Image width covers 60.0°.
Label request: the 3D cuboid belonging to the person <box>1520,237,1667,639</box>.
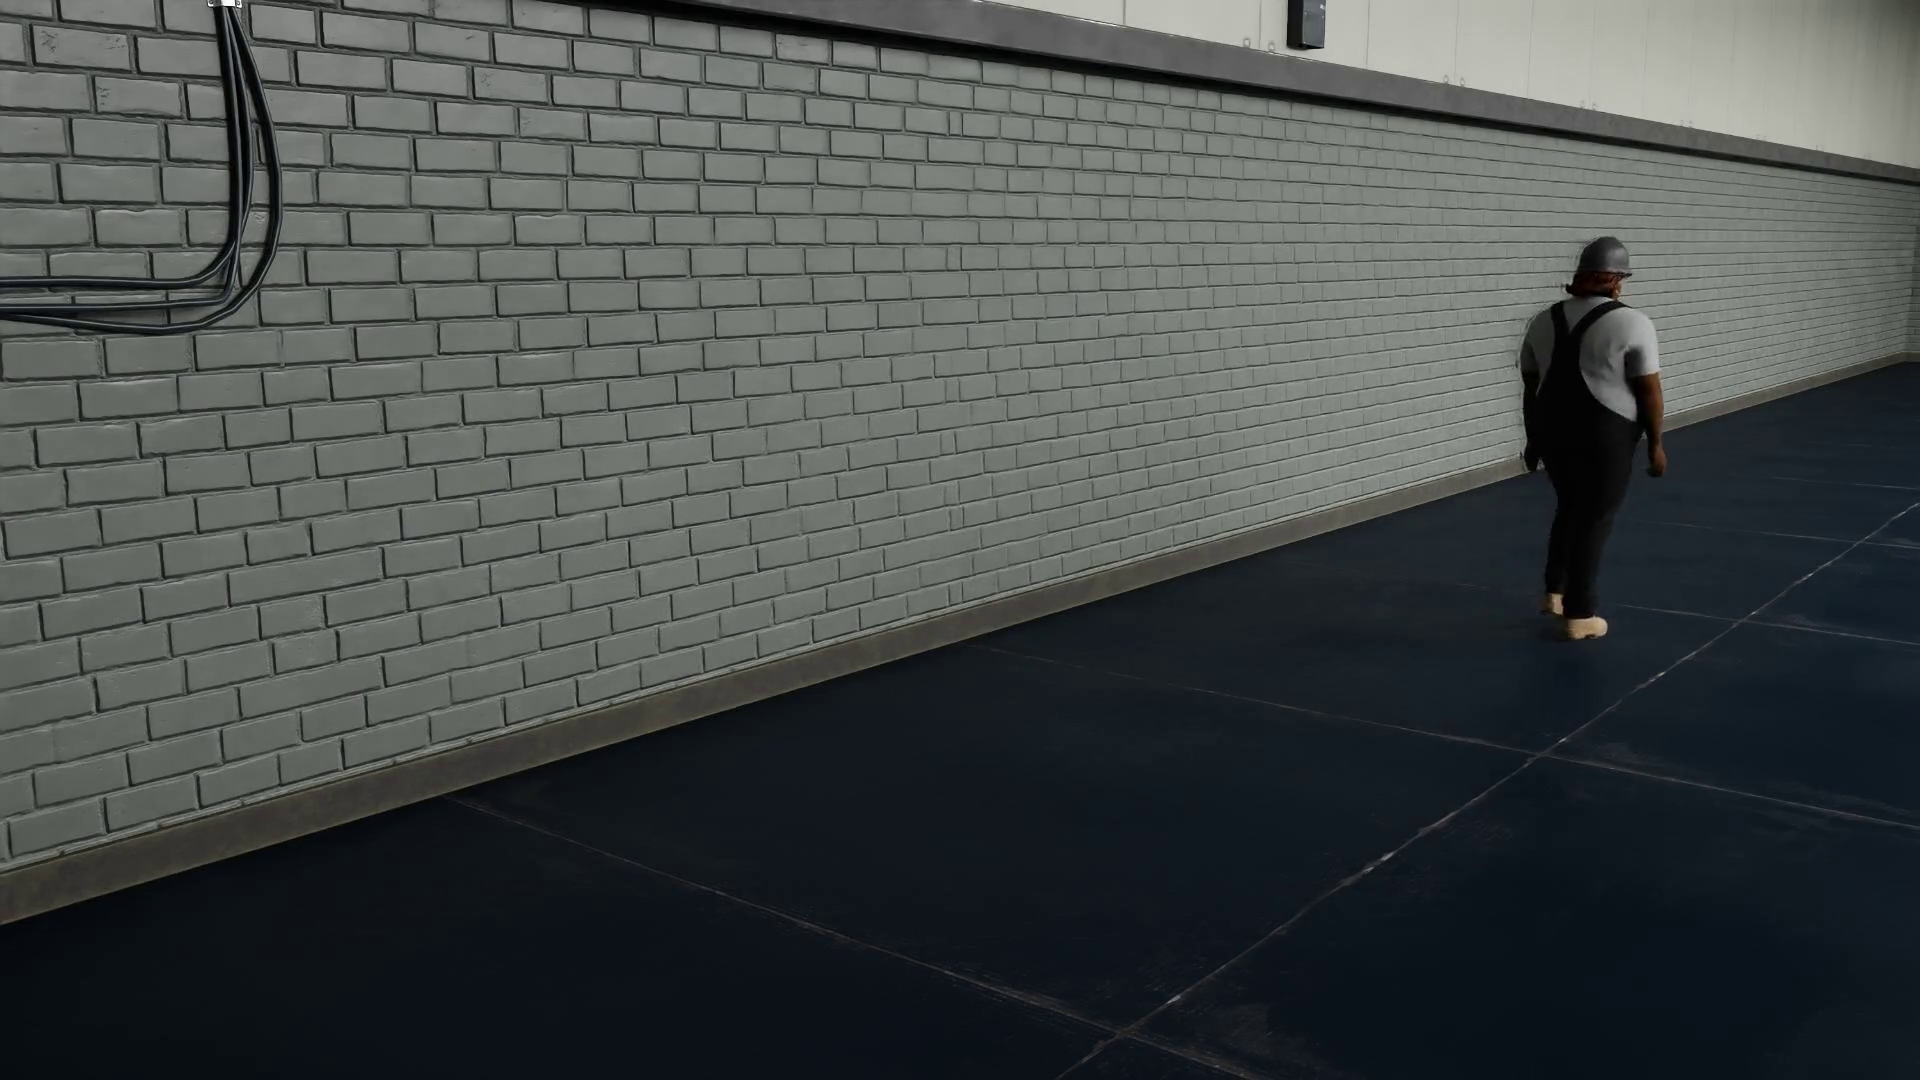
[{"bbox_3d":[3.258,-0.517,8.494,0.643,2.000,0.702,-6,12,-31],"label":"person"}]
